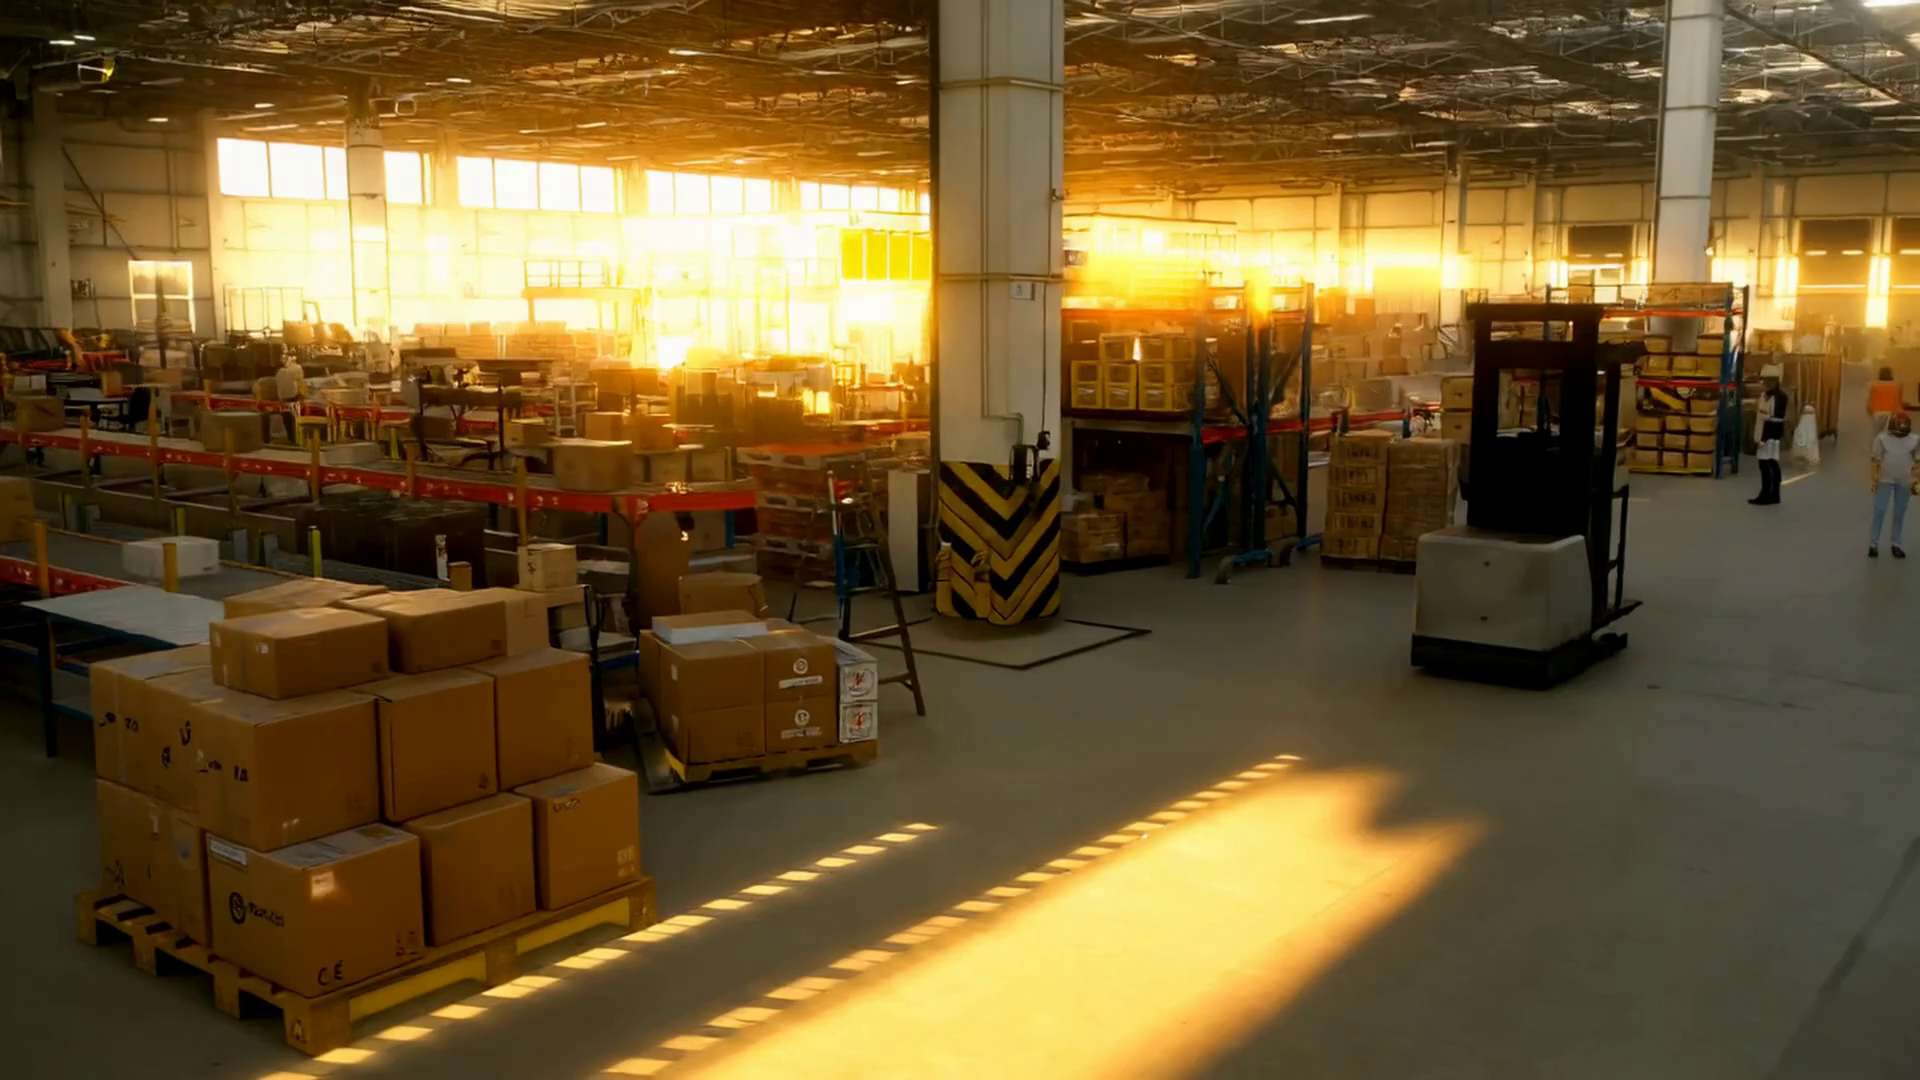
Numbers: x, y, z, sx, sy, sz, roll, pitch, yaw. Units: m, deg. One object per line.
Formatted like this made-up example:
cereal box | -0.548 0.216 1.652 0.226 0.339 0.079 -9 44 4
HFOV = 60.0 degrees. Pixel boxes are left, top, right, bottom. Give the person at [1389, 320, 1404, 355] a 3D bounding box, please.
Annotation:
person | 16.685 -7.442 63.462 0.597 1.898 0.799 2 9 13

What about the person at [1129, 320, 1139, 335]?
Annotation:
person | 6.884 -7.823 66.147 0.966 1.830 0.575 -8 12 -44

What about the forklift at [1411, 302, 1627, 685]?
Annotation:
forklift | 4.379 -0.438 12.852 1.129 2.768 1.873 7 11 37

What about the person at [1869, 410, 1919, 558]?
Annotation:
person | 10.234 -0.612 18.206 0.501 1.633 0.286 2 9 13

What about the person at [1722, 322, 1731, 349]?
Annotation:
person | 27.317 -6.853 59.488 0.561 1.864 0.617 4 9 26

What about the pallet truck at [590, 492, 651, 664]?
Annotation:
pallet truck | -3.115 0.344 12.883 0.653 1.274 1.630 7 11 37

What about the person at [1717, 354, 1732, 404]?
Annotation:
person | 16.893 -3.328 36.633 0.837 1.599 0.525 8 12 43

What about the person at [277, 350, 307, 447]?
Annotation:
person | -11.841 -2.408 29.450 0.643 1.897 0.400 4 9 26

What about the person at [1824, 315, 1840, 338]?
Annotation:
person | 37.667 -8.749 71.886 0.623 1.981 0.404 5 10 31

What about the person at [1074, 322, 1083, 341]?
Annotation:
person | 4.680 -7.526 64.191 0.815 1.814 0.553 -1 9 -8

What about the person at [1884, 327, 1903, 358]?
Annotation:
person | 27.641 -5.376 49.395 0.568 1.909 0.573 8 12 44

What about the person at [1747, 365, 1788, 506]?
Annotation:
person | 11.062 -1.433 22.776 0.539 1.929 0.384 -6 10 -35

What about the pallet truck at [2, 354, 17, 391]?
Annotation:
pallet truck | -24.881 -4.417 42.634 1.885 1.965 0.823 8 11 41

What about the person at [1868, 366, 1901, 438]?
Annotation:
person | 16.296 -2.262 29.357 0.499 1.621 0.552 6 11 36

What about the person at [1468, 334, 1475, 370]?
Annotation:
person | 14.509 -4.926 46.606 0.577 1.832 0.794 -8 11 -41

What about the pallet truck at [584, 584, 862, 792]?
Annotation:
pallet truck | -1.426 0.805 10.019 1.601 1.201 0.680 -4 9 -26

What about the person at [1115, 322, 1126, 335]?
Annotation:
person | 5.495 -6.568 57.485 0.595 1.898 0.753 -5 10 -30

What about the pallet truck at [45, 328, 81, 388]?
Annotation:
pallet truck | -23.775 -4.544 43.495 1.885 1.965 0.823 6 10 35

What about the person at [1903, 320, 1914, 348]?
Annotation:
person | 39.048 -8.166 68.511 0.962 1.817 0.519 6 11 37
